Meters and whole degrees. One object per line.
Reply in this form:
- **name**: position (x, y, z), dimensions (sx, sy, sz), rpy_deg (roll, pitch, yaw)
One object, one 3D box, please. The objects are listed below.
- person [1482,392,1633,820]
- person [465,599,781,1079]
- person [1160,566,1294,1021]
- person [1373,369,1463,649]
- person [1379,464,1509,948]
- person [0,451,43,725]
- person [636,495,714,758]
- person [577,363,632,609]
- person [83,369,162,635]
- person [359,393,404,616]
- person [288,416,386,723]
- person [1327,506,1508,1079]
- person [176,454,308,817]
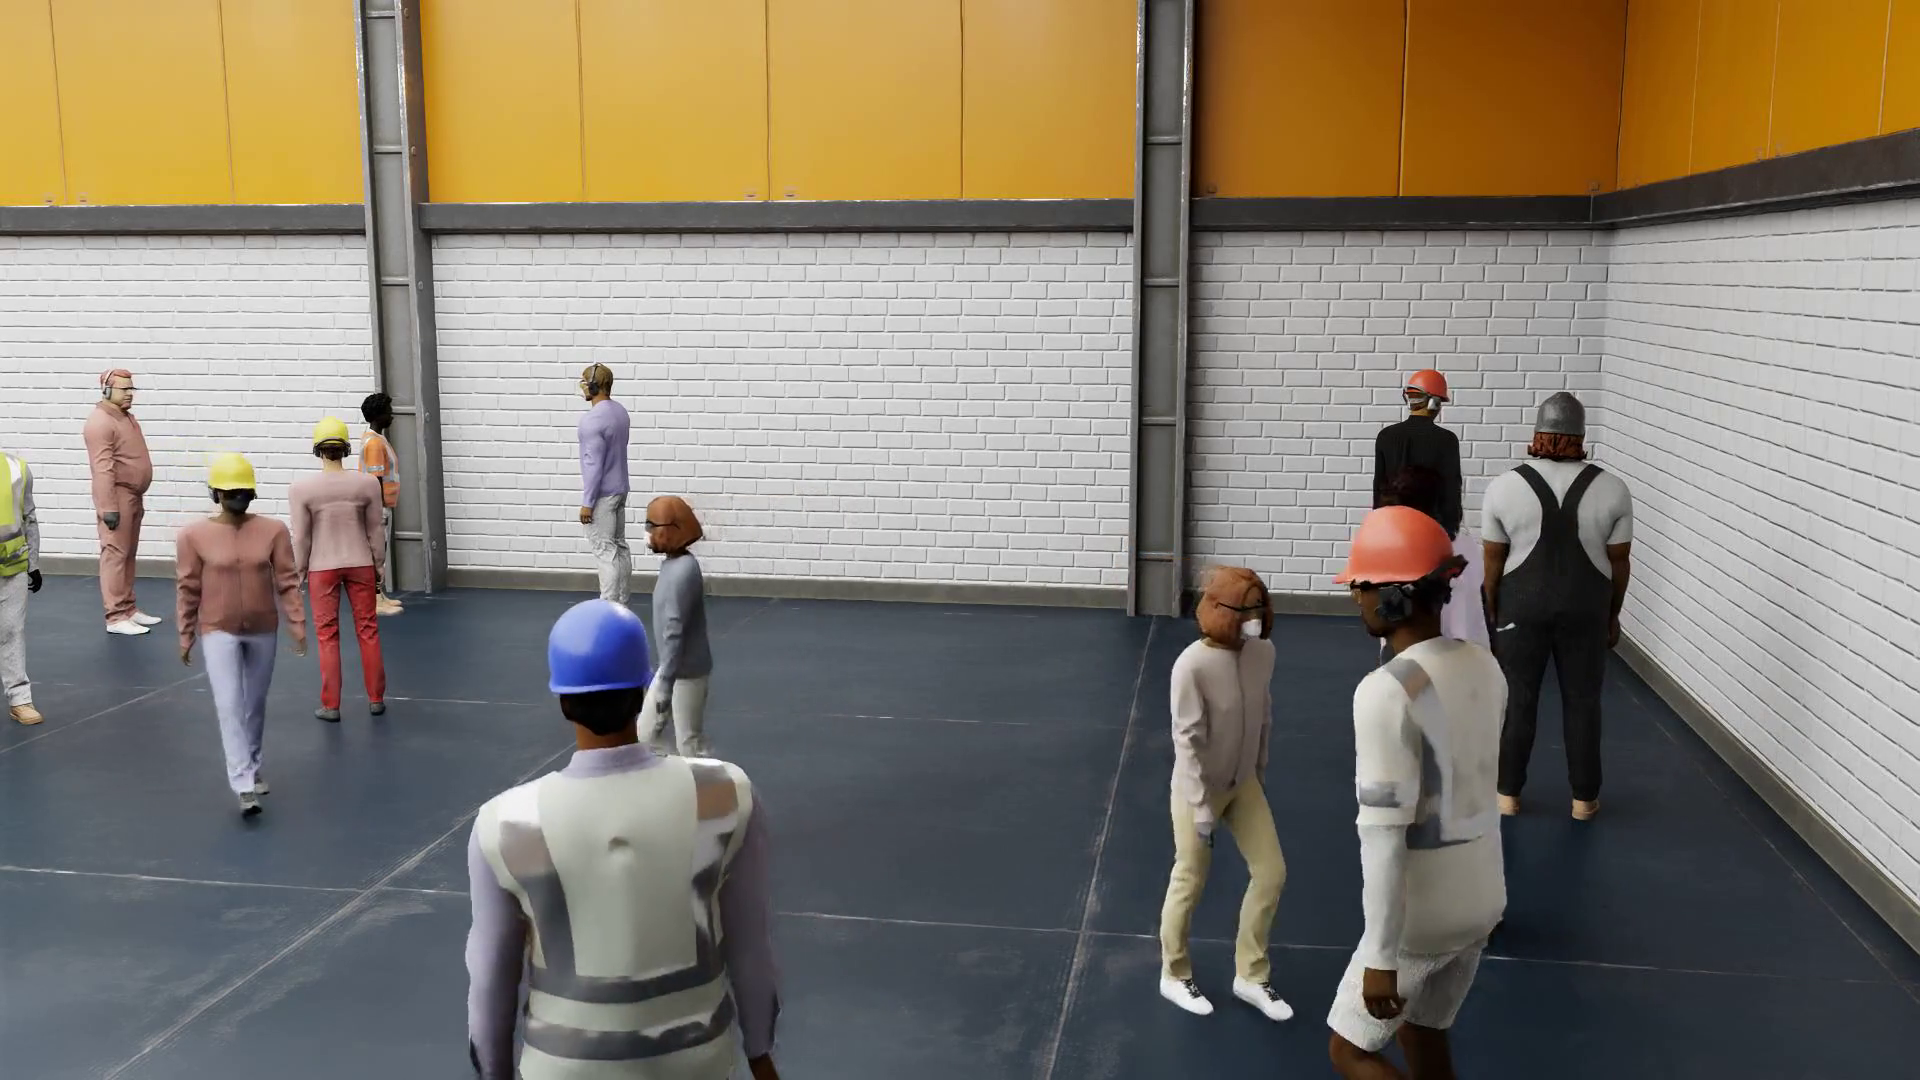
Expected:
- **person**: position (2.822, 0.308, 7.948), dimensions (0.672, 2.000, 0.536), rpy_deg (2, 10, 15)
- **person**: position (-0.704, 1.080, 3.508), dimensions (0.641, 1.933, 0.427), rpy_deg (-3, 10, -18)
- **person**: position (0.943, 0.883, 5.727), dimensions (0.532, 1.607, 0.606), rpy_deg (-7, 12, -38)
- **person**: position (2.902, -0.080, 10.515), dimensions (0.393, 1.985, 0.611), rpy_deg (-8, 12, -42)
- **person**: position (1.842, 0.644, 6.377), dimensions (0.495, 1.875, 0.615), rpy_deg (7, 12, 38)
- **person**: position (-5.529, 0.169, 9.421), dimensions (0.429, 1.844, 0.626), rpy_deg (9, 13, 43)
- **person**: position (-1.273, 0.605, 7.418), dimensions (0.438, 1.617, 0.512), rpy_deg (-3, 10, -18)
- **person**: position (-2.599, -0.315, 12.105), dimensions (0.372, 1.940, 0.630), rpy_deg (1, 9, 9)
- **person**: position (-6.030, -0.281, 12.005), dimensions (0.399, 1.905, 0.642), rpy_deg (-2, 9, -11)
- **person**: position (-4.400, -0.270, 12.600), dimensions (0.321, 1.689, 0.530), rpy_deg (-3, 10, -16)
- **person**: position (-3.603, 0.169, 9.649), dimensions (0.528, 1.767, 0.330), rpy_deg (-6, 11, -32)
- **person**: position (1.172, 0.925, 4.210), dimensions (0.580, 2.017, 0.669), rpy_deg (8, 12, 41)
- **person**: position (-3.427, 0.457, 8.000), dimensions (0.547, 1.726, 0.882), rpy_deg (-7, 12, -38)
